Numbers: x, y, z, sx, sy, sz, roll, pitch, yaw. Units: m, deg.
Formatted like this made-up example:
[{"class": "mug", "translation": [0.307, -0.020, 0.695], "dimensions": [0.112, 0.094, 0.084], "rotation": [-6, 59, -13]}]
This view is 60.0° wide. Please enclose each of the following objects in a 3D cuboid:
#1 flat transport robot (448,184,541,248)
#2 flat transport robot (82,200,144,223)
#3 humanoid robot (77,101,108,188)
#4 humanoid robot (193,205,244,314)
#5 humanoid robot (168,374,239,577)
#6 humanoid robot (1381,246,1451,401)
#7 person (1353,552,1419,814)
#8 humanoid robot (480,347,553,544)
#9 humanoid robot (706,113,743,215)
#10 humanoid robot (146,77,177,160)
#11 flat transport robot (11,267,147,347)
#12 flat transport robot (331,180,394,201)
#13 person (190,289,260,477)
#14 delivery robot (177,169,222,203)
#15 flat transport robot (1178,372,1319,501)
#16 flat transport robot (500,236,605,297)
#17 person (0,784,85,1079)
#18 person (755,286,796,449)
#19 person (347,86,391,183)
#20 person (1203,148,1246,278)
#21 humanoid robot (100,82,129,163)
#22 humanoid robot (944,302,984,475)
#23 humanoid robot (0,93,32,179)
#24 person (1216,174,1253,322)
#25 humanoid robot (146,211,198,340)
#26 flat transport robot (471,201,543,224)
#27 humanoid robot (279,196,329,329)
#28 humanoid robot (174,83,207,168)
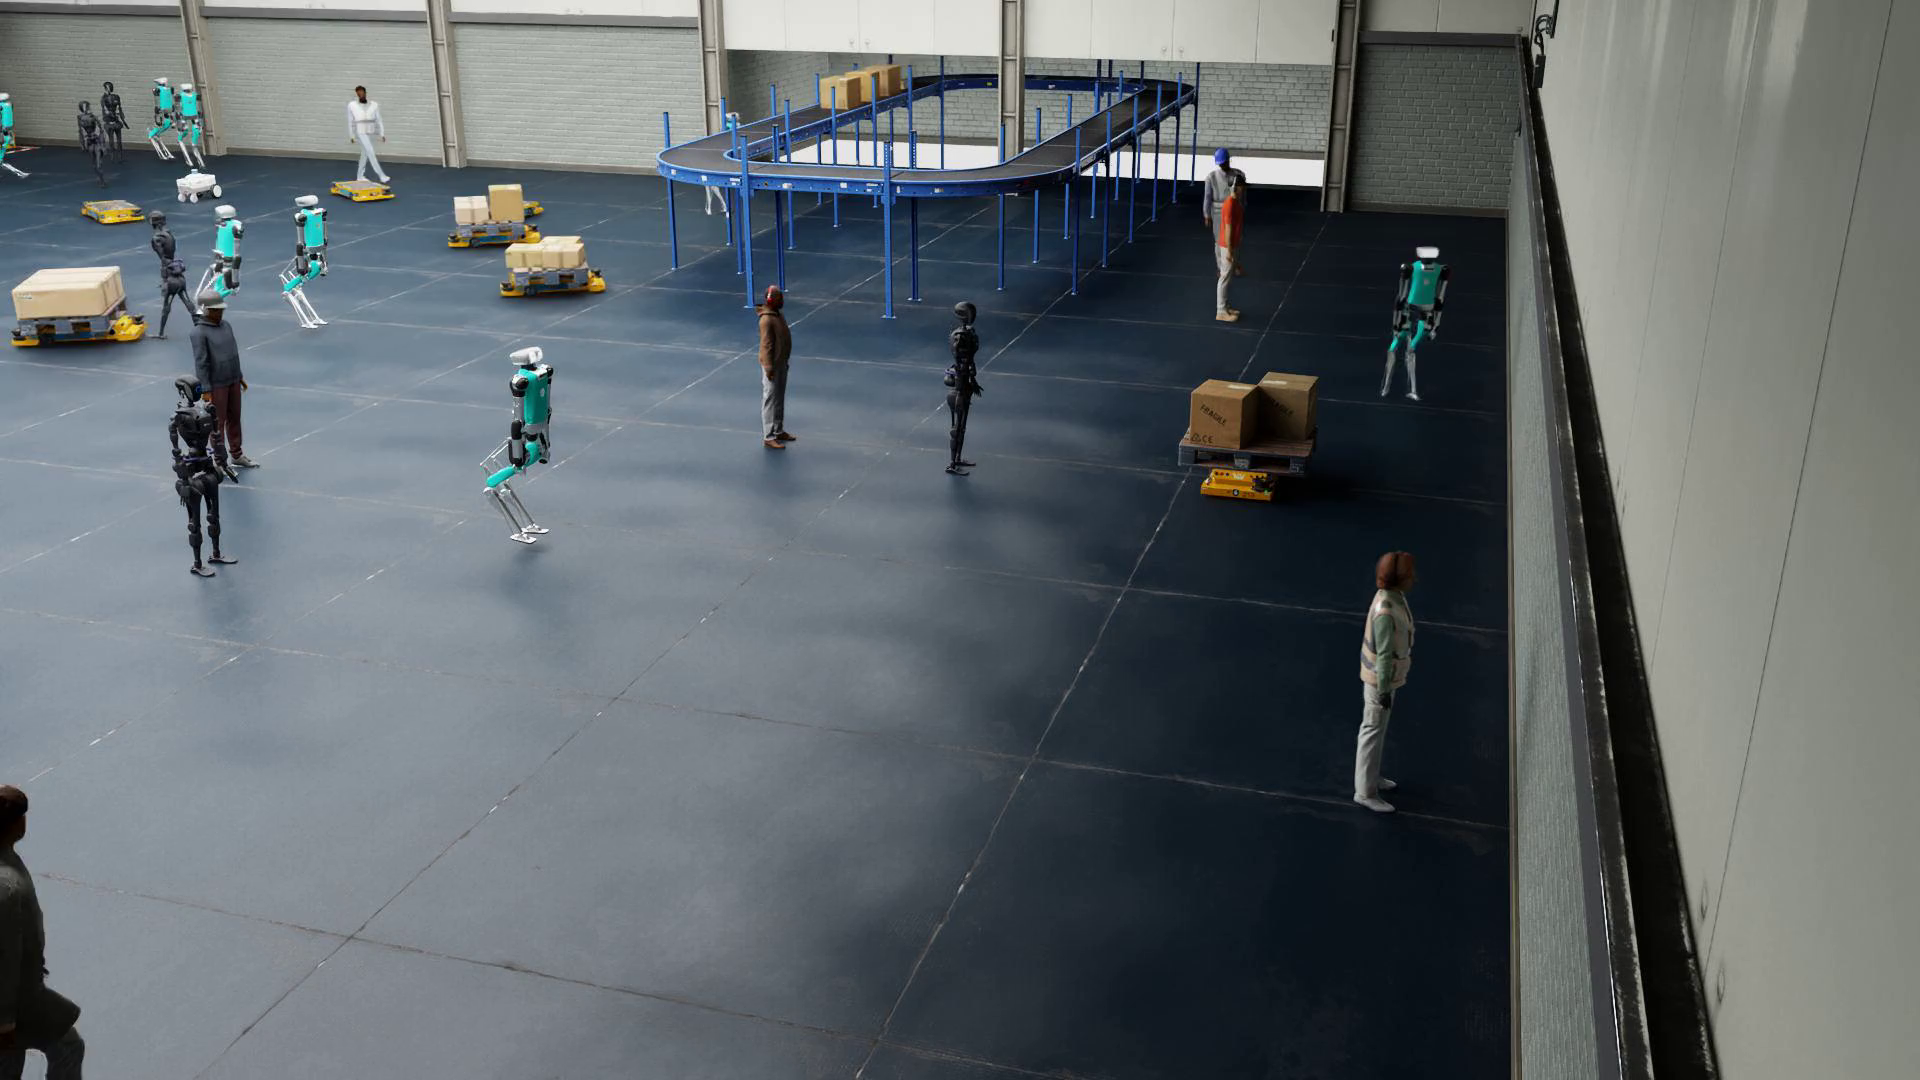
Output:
[{"class": "flat transport robot", "translation": [-7.569, -4.947, 27.008], "dimensions": [1.431, 0.231, 0.659], "rotation": [-6, 22, -16]}, {"class": "flat transport robot", "translation": [-14.814, -5.737, 29.059], "dimensions": [0.659, 0.231, 1.431], "rotation": [-17, 27, -37]}, {"class": "humanoid robot", "translation": [-16.646, -7.621, 32.004], "dimensions": [0.601, 1.644, 0.385], "rotation": [6, 22, 15]}, {"class": "humanoid robot", "translation": [-9.108, -3.130, 20.294], "dimensions": [0.580, 1.809, 0.832], "rotation": [16, 26, 36]}, {"class": "humanoid robot", "translation": [-6.217, -0.553, 13.635], "dimensions": [0.315, 1.657, 0.599], "rotation": [6, 22, 16]}, {"class": "humanoid robot", "translation": [4.997, -2.412, 18.418], "dimensions": [0.563, 1.792, 0.818], "rotation": [0, 21, -1]}, {"class": "person", "translation": [2.574, 0.843, 10.086], "dimensions": [0.306, 1.636, 0.523], "rotation": [6, 22, 16]}, {"class": "humanoid robot", "translation": [-3.792, -0.819, 14.074], "dimensions": [0.735, 1.677, 0.533], "rotation": [6, 22, 16]}, {"class": "humanoid robot", "translation": [-4.261, -6.630, 29.339], "dimensions": [0.866, 1.771, 0.583], "rotation": [11, 24, 26]}, {"class": "humanoid robot", "translation": [-16.806, -8.834, 34.865], "dimensions": [0.735, 1.677, 0.533], "rotation": [6, 22, 16]}, {"class": "flat transport robot", "translation": [-11.149, -2.650, 21.051], "dimensions": [1.431, 0.231, 0.659], "rotation": [-5, 22, -13]}, {"class": "flat transport robot", "translation": [-11.207, -6.544, 31.152], "dimensions": [0.659, 0.231, 1.431], "rotation": [-16, 26, -36]}, {"class": "person", "translation": [-7.090, -1.521, 15.976], "dimensions": [0.376, 1.810, 0.557], "rotation": [6, 22, 16]}, {"class": "delivery robot", "translation": [-14.118, -6.564, 30.765], "dimensions": [0.499, 0.566, 0.739], "rotation": [6, 22, 16]}, {"class": "flat transport robot", "translation": [2.769, -0.708, 16.015], "dimensions": [0.659, 0.231, 1.431], "rotation": [6, 22, 16]}, {"class": "flat transport robot", "translation": [-5.809, -3.661, 23.674], "dimensions": [1.431, 0.231, 0.659], "rotation": [-6, 22, -16]}, {"class": "person", "translation": [-4.059, 1.915, 7.103], "dimensions": [0.536, 1.786, 0.633], "rotation": [18, 28, 39]}, {"class": "person", "translation": [-1.877, -1.759, 16.812], "dimensions": [0.318, 1.651, 0.473], "rotation": [6, 22, 16]}, {"class": "person", "translation": [-11.553, -7.899, 32.451], "dimensions": [0.931, 1.859, 0.579], "rotation": [15, 26, 34]}, {"class": "person", "translation": [3.855, -4.752, 24.238], "dimensions": [0.640, 1.902, 0.471], "rotation": [-1, 21, -3]}, {"class": "humanoid robot", "translation": [-17.829, -8.809, 35.048], "dimensions": [0.315, 1.657, 0.599], "rotation": [6, 22, 16]}, {"class": "humanoid robot", "translation": [0.032, -1.485, 16.051], "dimensions": [0.315, 1.657, 0.599], "rotation": [6, 22, 16]}, {"class": "humanoid robot", "translation": [-18.796, -7.833, 32.467], "dimensions": [1.050, 1.728, 0.555], "rotation": [0, 21, 0]}, {"class": "person", "translation": [3.603, -3.848, 21.877], "dimensions": [0.401, 1.910, 0.481], "rotation": [6, 22, 16]}, {"class": "humanoid robot", "translation": [-9.939, -3.333, 20.929], "dimensions": [0.788, 1.619, 0.616], "rotation": [-4, 21, -11]}, {"class": "flat transport robot", "translation": [-7.921, -5.703, 28.969], "dimensions": [0.659, 0.231, 1.431], "rotation": [6, 22, 16]}, {"class": "humanoid robot", "translation": [-8.385, -3.541, 21.143], "dimensions": [0.735, 1.673, 0.533], "rotation": [6, 22, 16]}, {"class": "humanoid robot", "translation": [-15.867, -8.494, 34.169], "dimensions": [0.540, 1.755, 0.891], "rotation": [-19, 28, -40]}]
